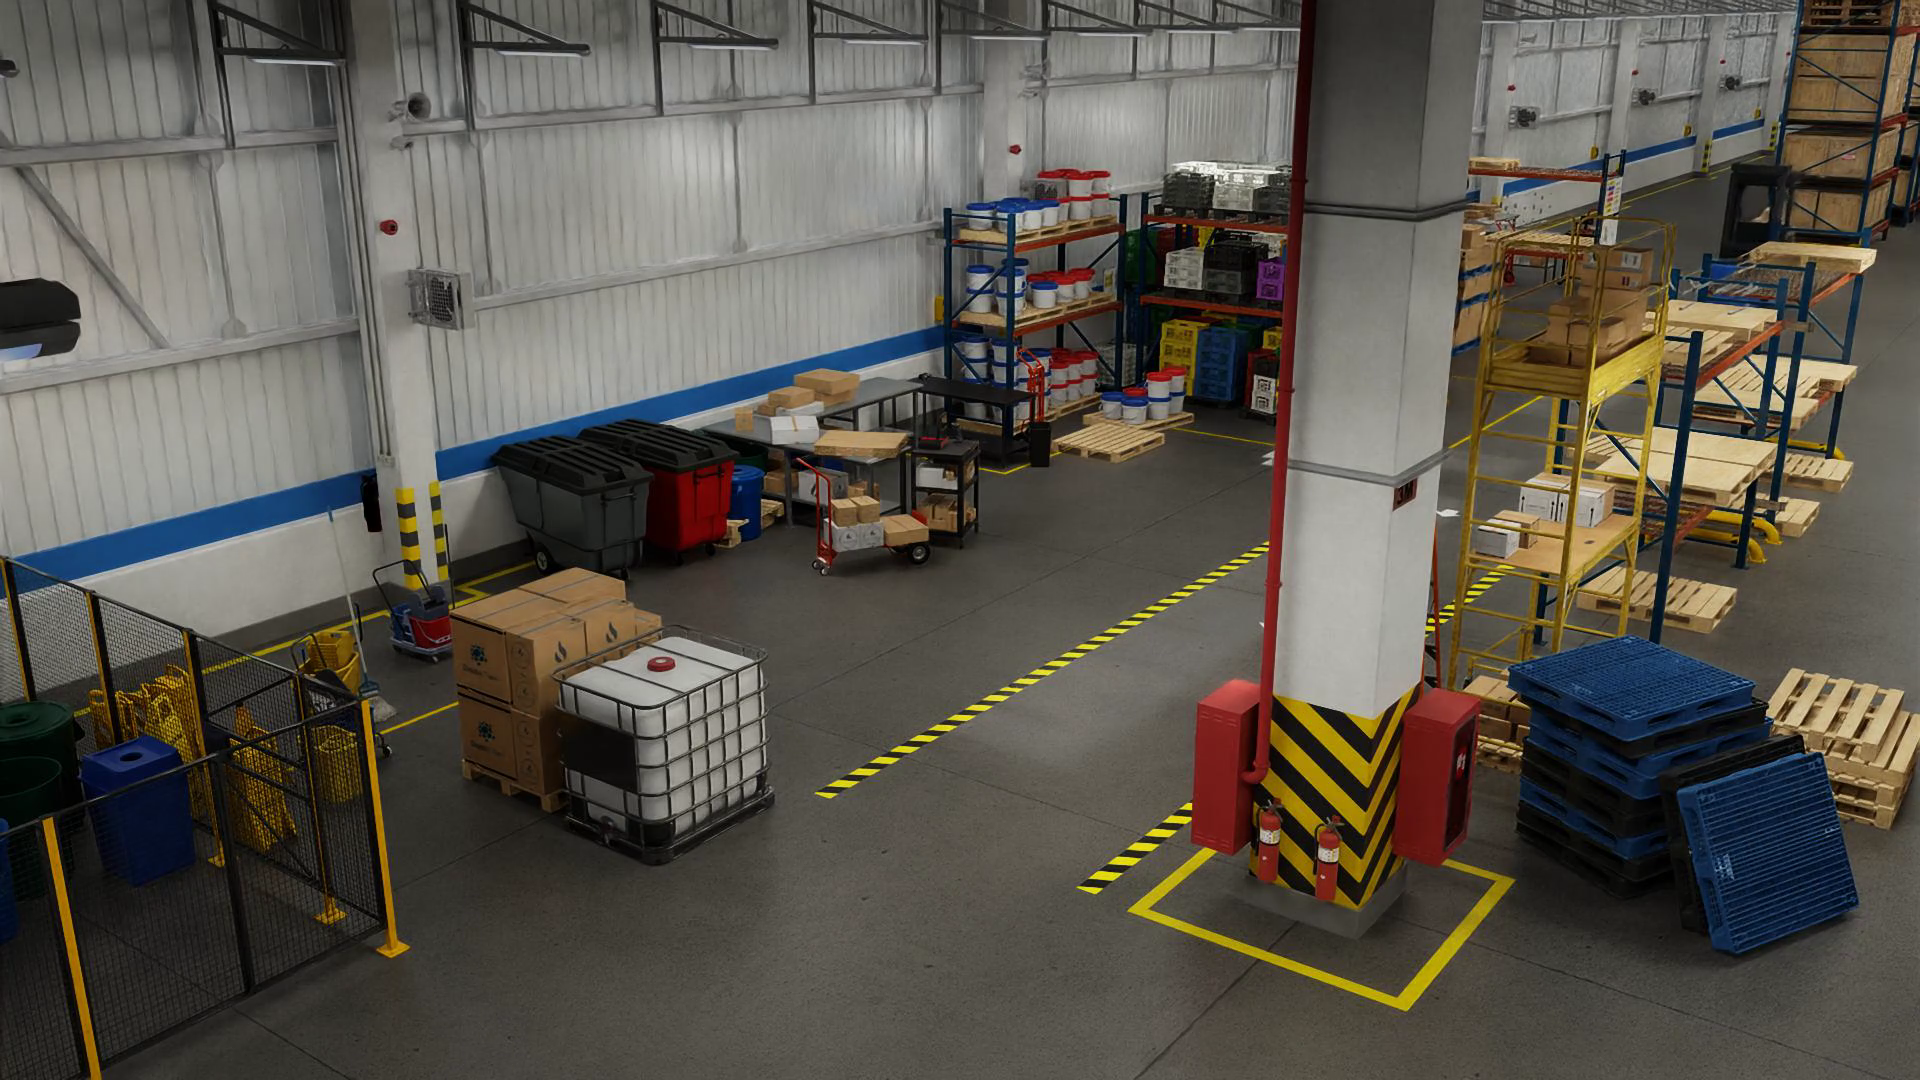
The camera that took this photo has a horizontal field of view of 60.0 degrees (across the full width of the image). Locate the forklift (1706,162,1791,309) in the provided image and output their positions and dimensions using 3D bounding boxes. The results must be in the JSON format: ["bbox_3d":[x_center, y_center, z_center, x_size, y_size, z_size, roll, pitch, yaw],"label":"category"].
[{"bbox_3d":[14.354,-5.423,30.218,1.129,2.768,1.873,13,22,34],"label":"forklift"}]
